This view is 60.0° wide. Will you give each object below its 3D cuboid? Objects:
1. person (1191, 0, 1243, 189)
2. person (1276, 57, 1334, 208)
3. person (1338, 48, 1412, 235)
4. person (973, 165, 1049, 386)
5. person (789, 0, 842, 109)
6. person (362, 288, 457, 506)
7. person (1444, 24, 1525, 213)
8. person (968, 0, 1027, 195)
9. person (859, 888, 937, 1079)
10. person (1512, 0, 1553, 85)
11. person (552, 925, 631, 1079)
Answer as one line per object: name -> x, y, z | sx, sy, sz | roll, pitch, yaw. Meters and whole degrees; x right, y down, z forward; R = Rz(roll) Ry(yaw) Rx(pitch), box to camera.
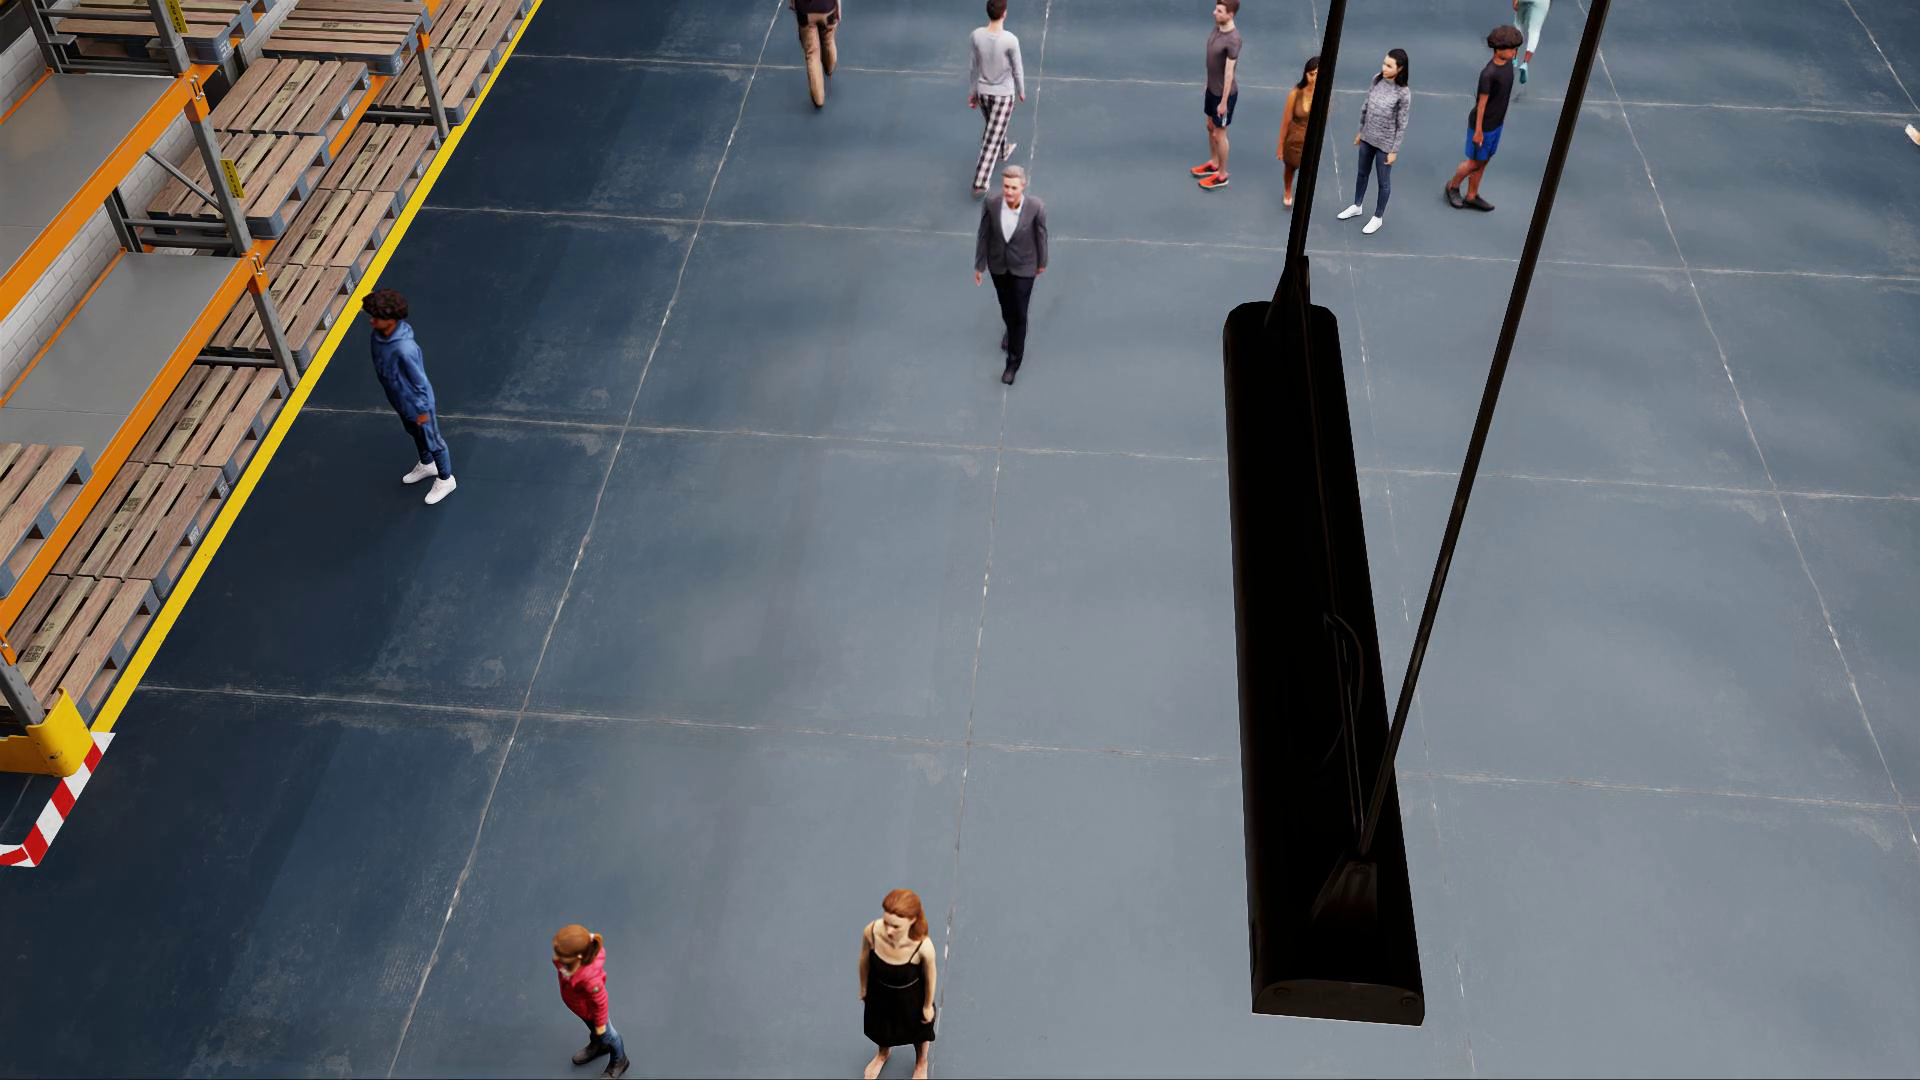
person -> 2.416, -4.142, 15.344 | 0.756, 1.851, 0.591 | -10, 45, -10
person -> 3.056, -3.578, 14.901 | 0.601, 1.645, 1.065 | 5, 44, 6
person -> 3.753, -3.580, 14.841 | 0.744, 1.732, 0.673 | -28, 50, -26
person -> 0.433, -2.263, 13.405 | 0.865, 1.805, 1.185 | 13, 45, 13
person -> -1.432, -5.184, 16.482 | 0.906, 1.789, 1.269 | -8, 44, -8
person -> -4.021, -1.077, 12.155 | 0.804, 1.811, 0.749 | -31, 51, -28
person -> 4.732, -3.811, 15.042 | 0.878, 1.788, 0.830 | 33, 53, 30
person -> 0.290, -4.035, 15.270 | 0.958, 1.798, 1.255 | 21, 48, 21
person -> -0.311, 2.349, 8.694 | 0.617, 1.625, 0.630 | 13, 45, 13
person -> 5.813, -5.456, 16.832 | 0.707, 1.700, 1.105 | 11, 45, 11
person -> -1.964, 2.442, 8.819 | 0.652, 1.318, 0.596 | -32, 52, -29
